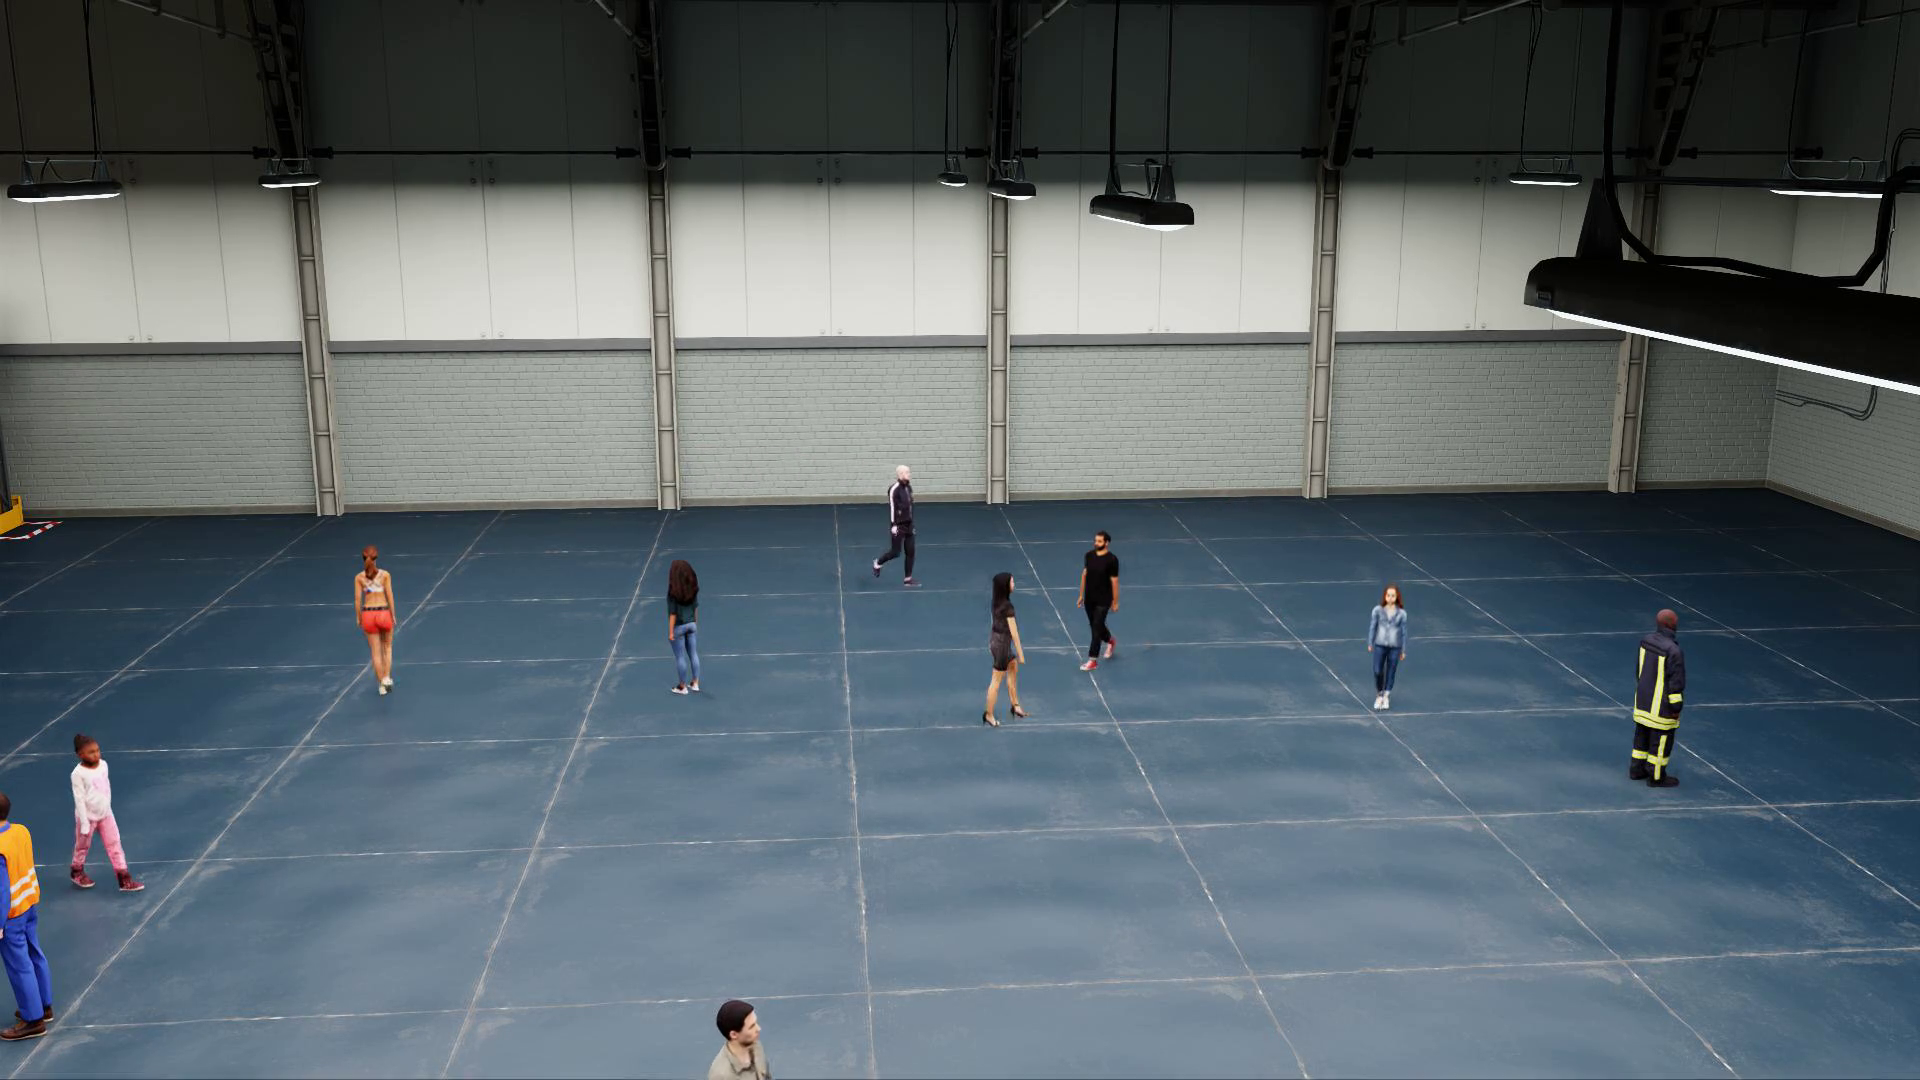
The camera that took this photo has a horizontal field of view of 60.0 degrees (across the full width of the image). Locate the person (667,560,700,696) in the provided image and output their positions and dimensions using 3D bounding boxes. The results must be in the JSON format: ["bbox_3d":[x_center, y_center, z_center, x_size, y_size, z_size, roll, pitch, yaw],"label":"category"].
[{"bbox_3d":[-3.289,1.024,19.751,0.774,1.615,0.706,12,18,43],"label":"person"}]

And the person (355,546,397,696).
[{"bbox_3d":[-6.886,0.966,19.631,0.689,1.782,0.740,-4,14,-18],"label":"person"}]

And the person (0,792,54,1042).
[{"bbox_3d":[-6.844,2.688,12.016,0.617,1.861,0.709,-2,13,-10],"label":"person"}]

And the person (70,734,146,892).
[{"bbox_3d":[-7.550,2.374,14.383,1.080,1.406,0.858,5,14,21],"label":"person"}]

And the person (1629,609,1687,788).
[{"bbox_3d":[7.095,1.582,16.885,0.744,1.820,0.801,-4,14,-17],"label":"person"}]

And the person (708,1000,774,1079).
[{"bbox_3d":[-1.308,3.372,9.138,1.136,1.829,0.895,2,13,9],"label":"person"}]

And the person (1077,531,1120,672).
[{"bbox_3d":[1.774,0.730,20.765,1.122,1.731,1.180,11,17,40],"label":"person"}]

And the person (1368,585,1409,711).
[{"bbox_3d":[4.955,1.221,19.227,0.631,1.468,0.738,4,14,18],"label":"person"}]

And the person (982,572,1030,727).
[{"bbox_3d":[0.378,1.243,18.469,0.903,1.766,0.761,-5,14,-19],"label":"person"}]

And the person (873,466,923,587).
[{"bbox_3d":[-0.945,-0.196,24.575,1.122,1.816,1.027,8,15,32],"label":"person"}]
